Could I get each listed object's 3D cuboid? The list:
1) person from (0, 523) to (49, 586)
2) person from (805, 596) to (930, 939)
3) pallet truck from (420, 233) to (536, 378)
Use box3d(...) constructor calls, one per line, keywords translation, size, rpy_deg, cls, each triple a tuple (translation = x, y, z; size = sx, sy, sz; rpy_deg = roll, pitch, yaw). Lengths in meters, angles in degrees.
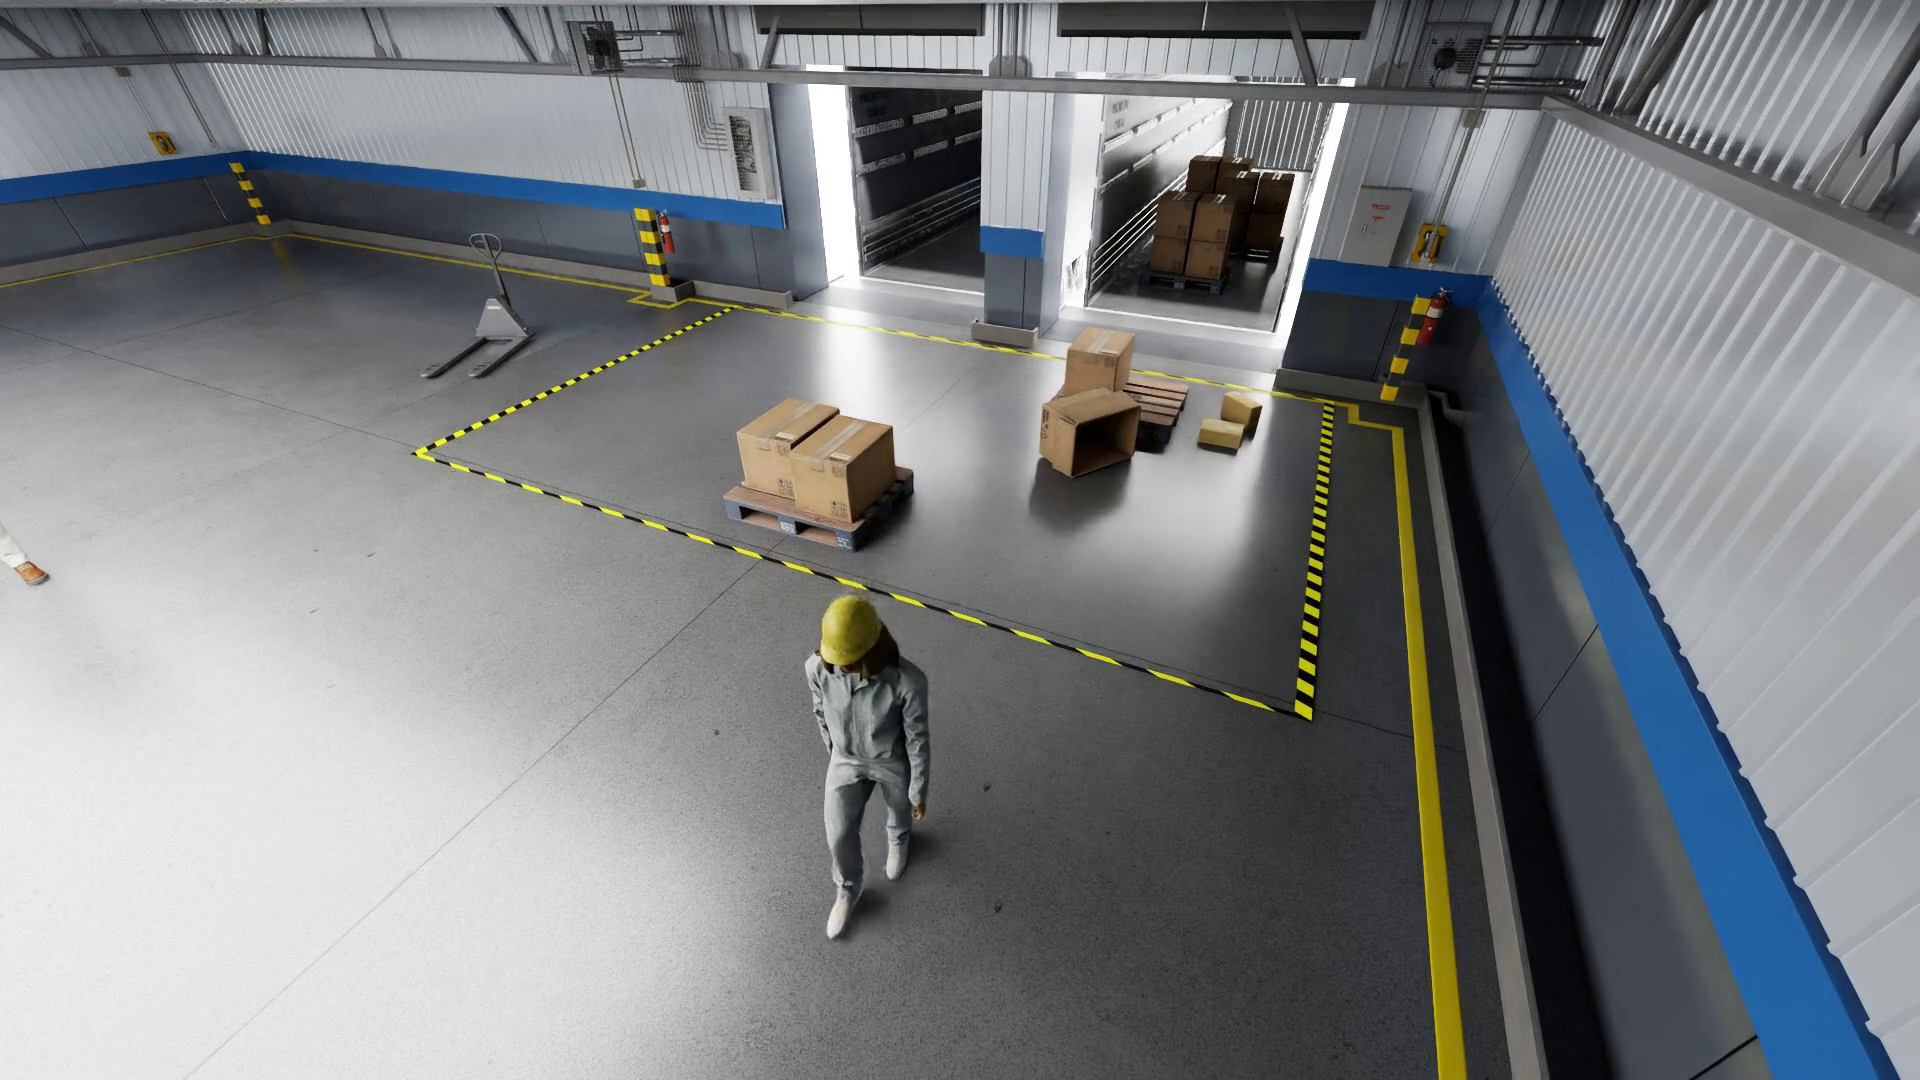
box3d(translation=(-6.741, -0.447, 4.637), size=(0.404, 1.945, 0.613), rpy_deg=(23, 41, 28), cls="person")
box3d(translation=(-0.352, 0.915, 2.921), size=(0.494, 1.723, 0.588), rpy_deg=(6, 36, 8), cls="person")
box3d(translation=(-5.664, -2.712, 8.427), size=(0.680, 1.201, 1.601), rpy_deg=(0, 35, -1), cls="pallet truck")
